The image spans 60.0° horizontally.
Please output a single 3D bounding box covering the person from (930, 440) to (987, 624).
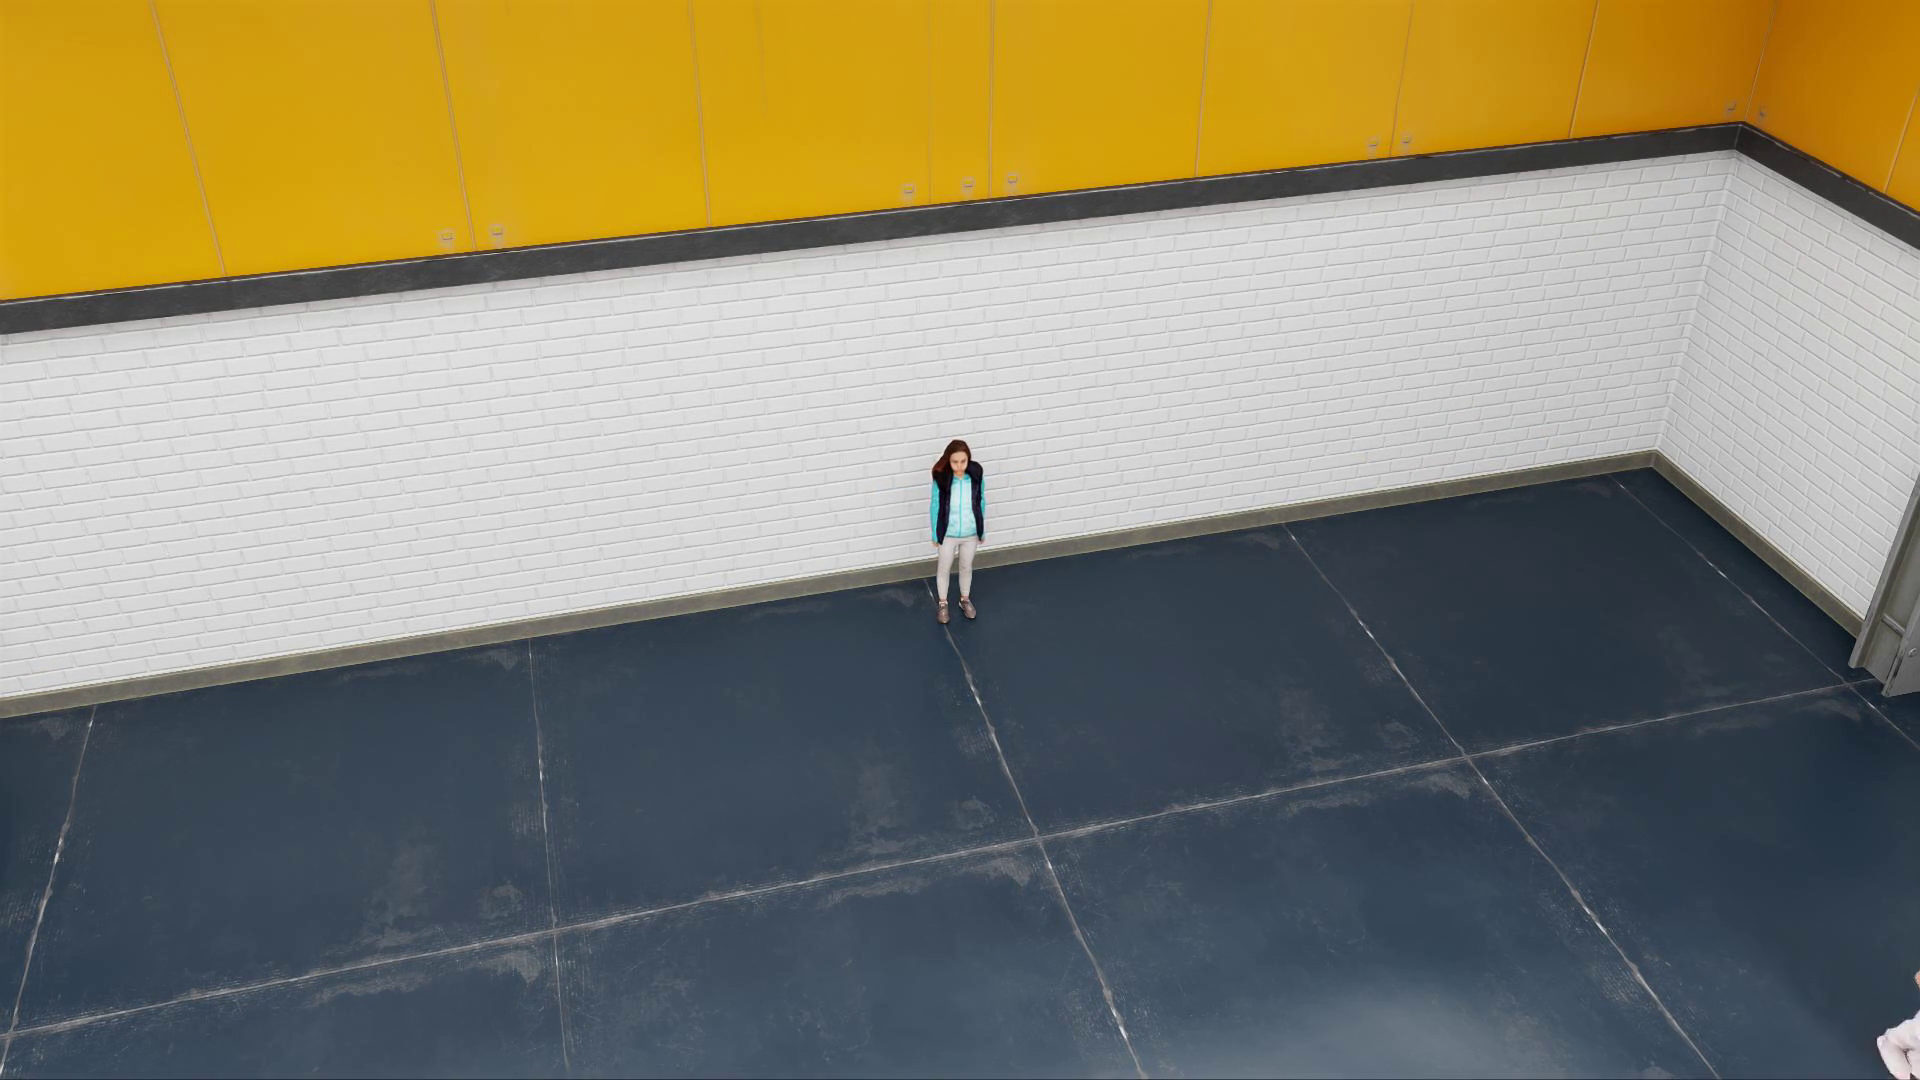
[{"bbox_3d":[-0.018,-0.079,12.083,0.563,1.494,0.562,-7,34,-11],"label":"person"}]
